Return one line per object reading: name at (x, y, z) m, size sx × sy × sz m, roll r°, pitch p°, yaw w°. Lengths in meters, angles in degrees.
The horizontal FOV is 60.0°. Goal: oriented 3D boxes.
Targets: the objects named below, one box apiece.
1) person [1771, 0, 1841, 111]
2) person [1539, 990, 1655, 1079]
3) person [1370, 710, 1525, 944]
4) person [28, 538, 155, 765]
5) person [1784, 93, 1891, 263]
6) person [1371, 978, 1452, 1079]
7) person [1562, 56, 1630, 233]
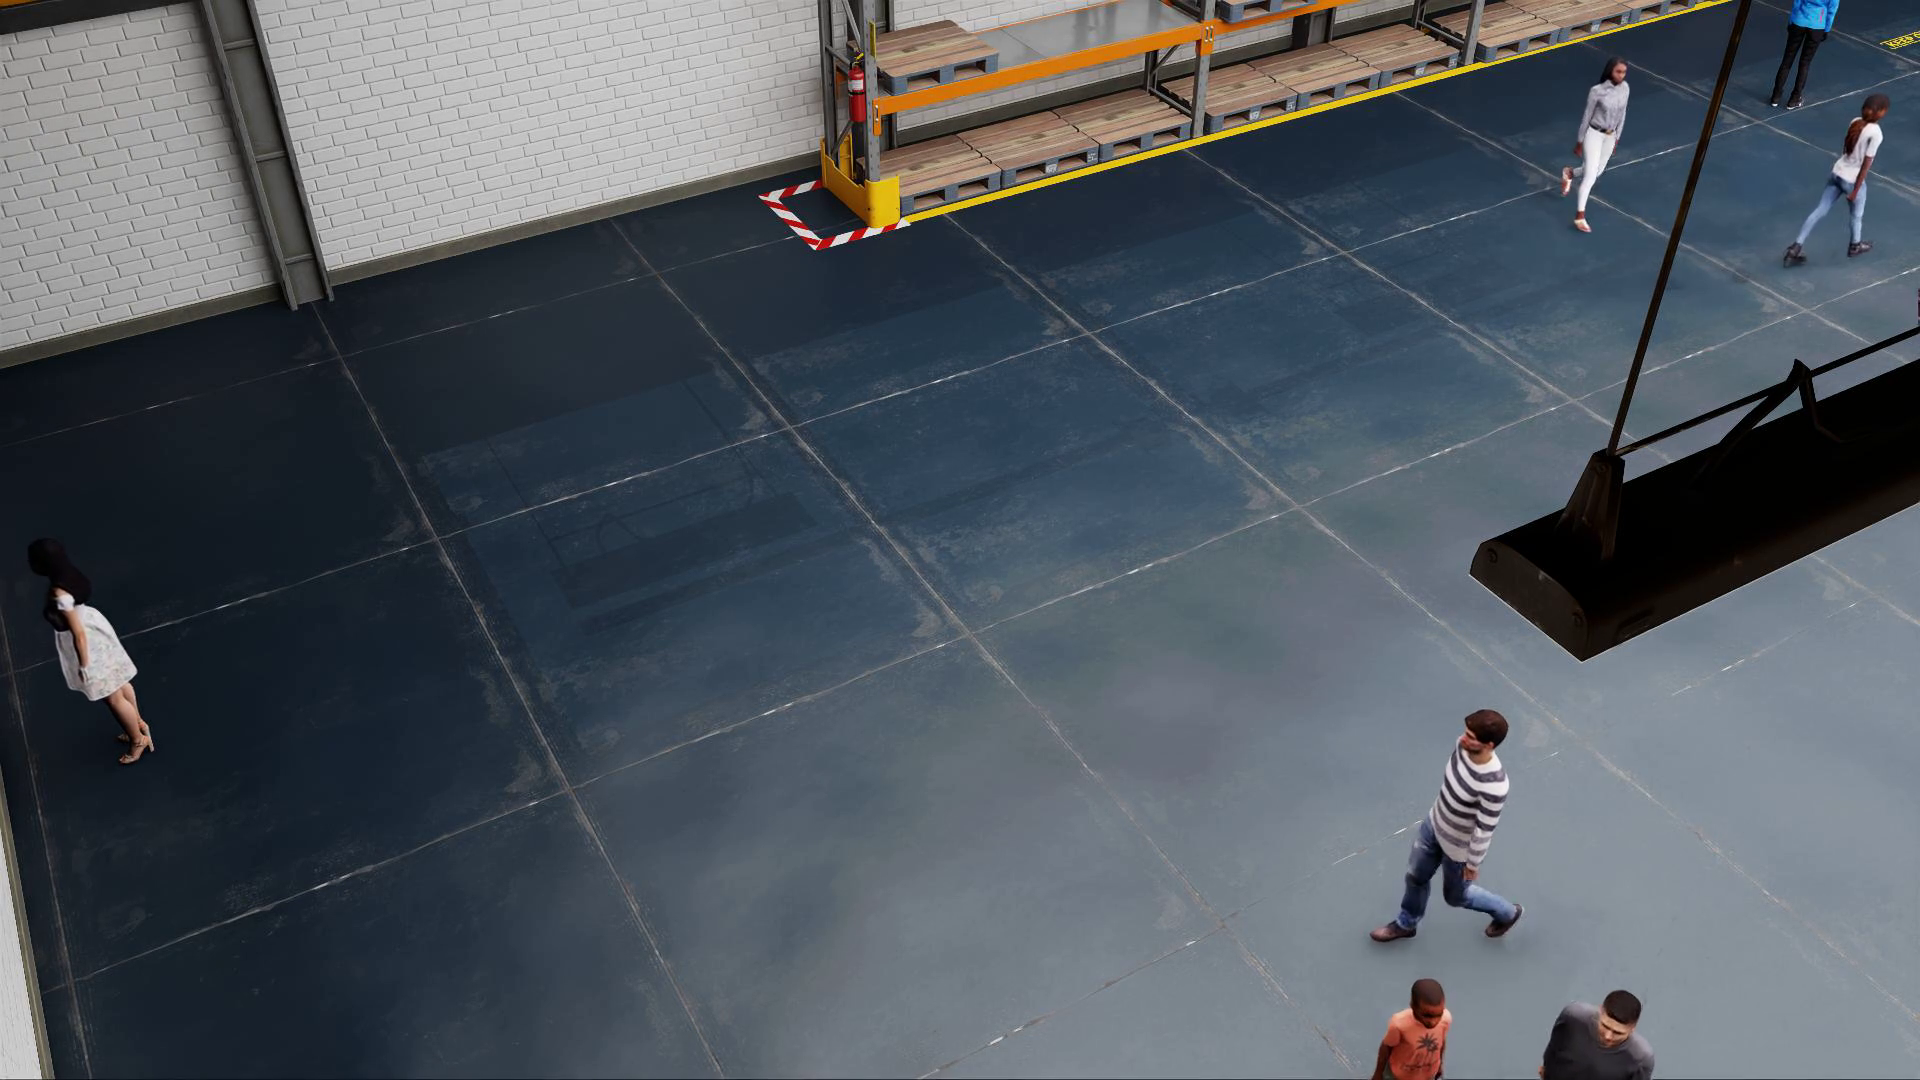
person at (9.395, -5.673, 18.432) m, size 0.682 × 1.797 × 0.646 m, roll 27°, pitch 46°, yaw 30°
person at (3.044, 2.647, 8.080) m, size 0.947 × 1.713 × 1.206 m, roll 25°, pitch 45°, yaw 28°
person at (2.854, 1.636, 9.255) m, size 1.171 × 1.828 × 0.902 m, roll -6°, pitch 39°, yaw -8°
person at (-5.478, 0.698, 10.471) m, size 0.694 × 1.774 × 0.699 m, roll -12°, pitch 40°, yaw -15°
person at (8.248, -3.341, 15.606) m, size 1.218 × 1.678 × 0.817 m, roll -10°, pitch 40°, yaw -12°
person at (2.274, 2.622, 8.438) m, size 0.583 × 1.305 × 0.672 m, roll 0°, pitch 39°, yaw 0°
person at (6.229, -3.955, 16.357) m, size 1.040 × 1.701 × 0.843 m, roll -9°, pitch 39°, yaw -11°
